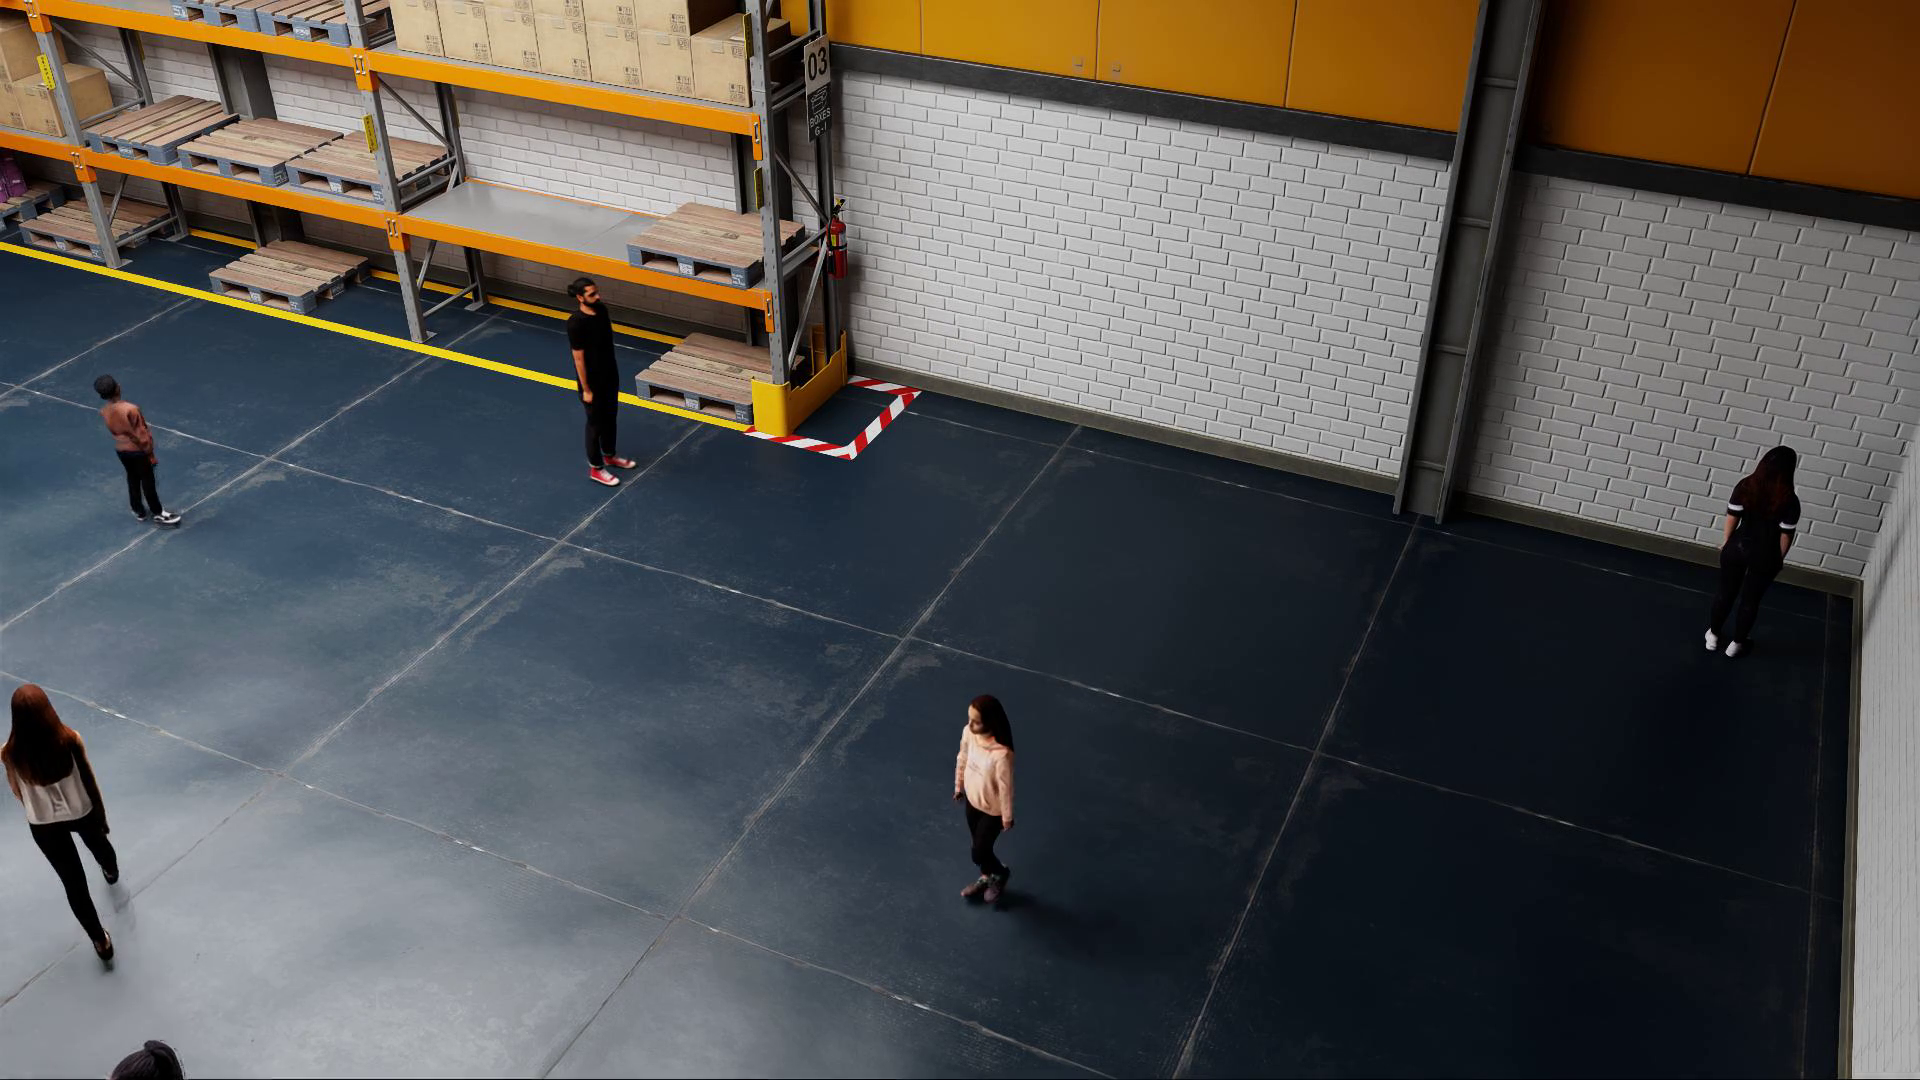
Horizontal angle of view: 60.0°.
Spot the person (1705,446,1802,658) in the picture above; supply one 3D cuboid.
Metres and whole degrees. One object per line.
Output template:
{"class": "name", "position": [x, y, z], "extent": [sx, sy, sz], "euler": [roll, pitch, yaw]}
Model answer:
{"class": "person", "position": [5.437, 0.078, 11.406], "extent": [0.598, 1.639, 0.720], "euler": [24, 41, 32]}

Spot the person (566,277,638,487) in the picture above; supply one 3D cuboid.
{"class": "person", "position": [-2.918, -1.300, 13.371], "extent": [0.604, 1.758, 0.649], "euler": [10, 35, 15]}

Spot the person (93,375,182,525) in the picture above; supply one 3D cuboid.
{"class": "person", "position": [-6.409, -0.685, 12.918], "extent": [0.443, 1.237, 0.712], "euler": [19, 38, 27]}

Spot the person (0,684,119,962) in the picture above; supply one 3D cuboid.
{"class": "person", "position": [-4.894, 1.590, 9.109], "extent": [0.998, 1.664, 1.157], "euler": [-17, 37, -24]}

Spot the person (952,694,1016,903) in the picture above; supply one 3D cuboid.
{"class": "person", "position": [0.199, 1.466, 9.465], "extent": [0.729, 1.476, 0.626], "euler": [-23, 40, -30]}
